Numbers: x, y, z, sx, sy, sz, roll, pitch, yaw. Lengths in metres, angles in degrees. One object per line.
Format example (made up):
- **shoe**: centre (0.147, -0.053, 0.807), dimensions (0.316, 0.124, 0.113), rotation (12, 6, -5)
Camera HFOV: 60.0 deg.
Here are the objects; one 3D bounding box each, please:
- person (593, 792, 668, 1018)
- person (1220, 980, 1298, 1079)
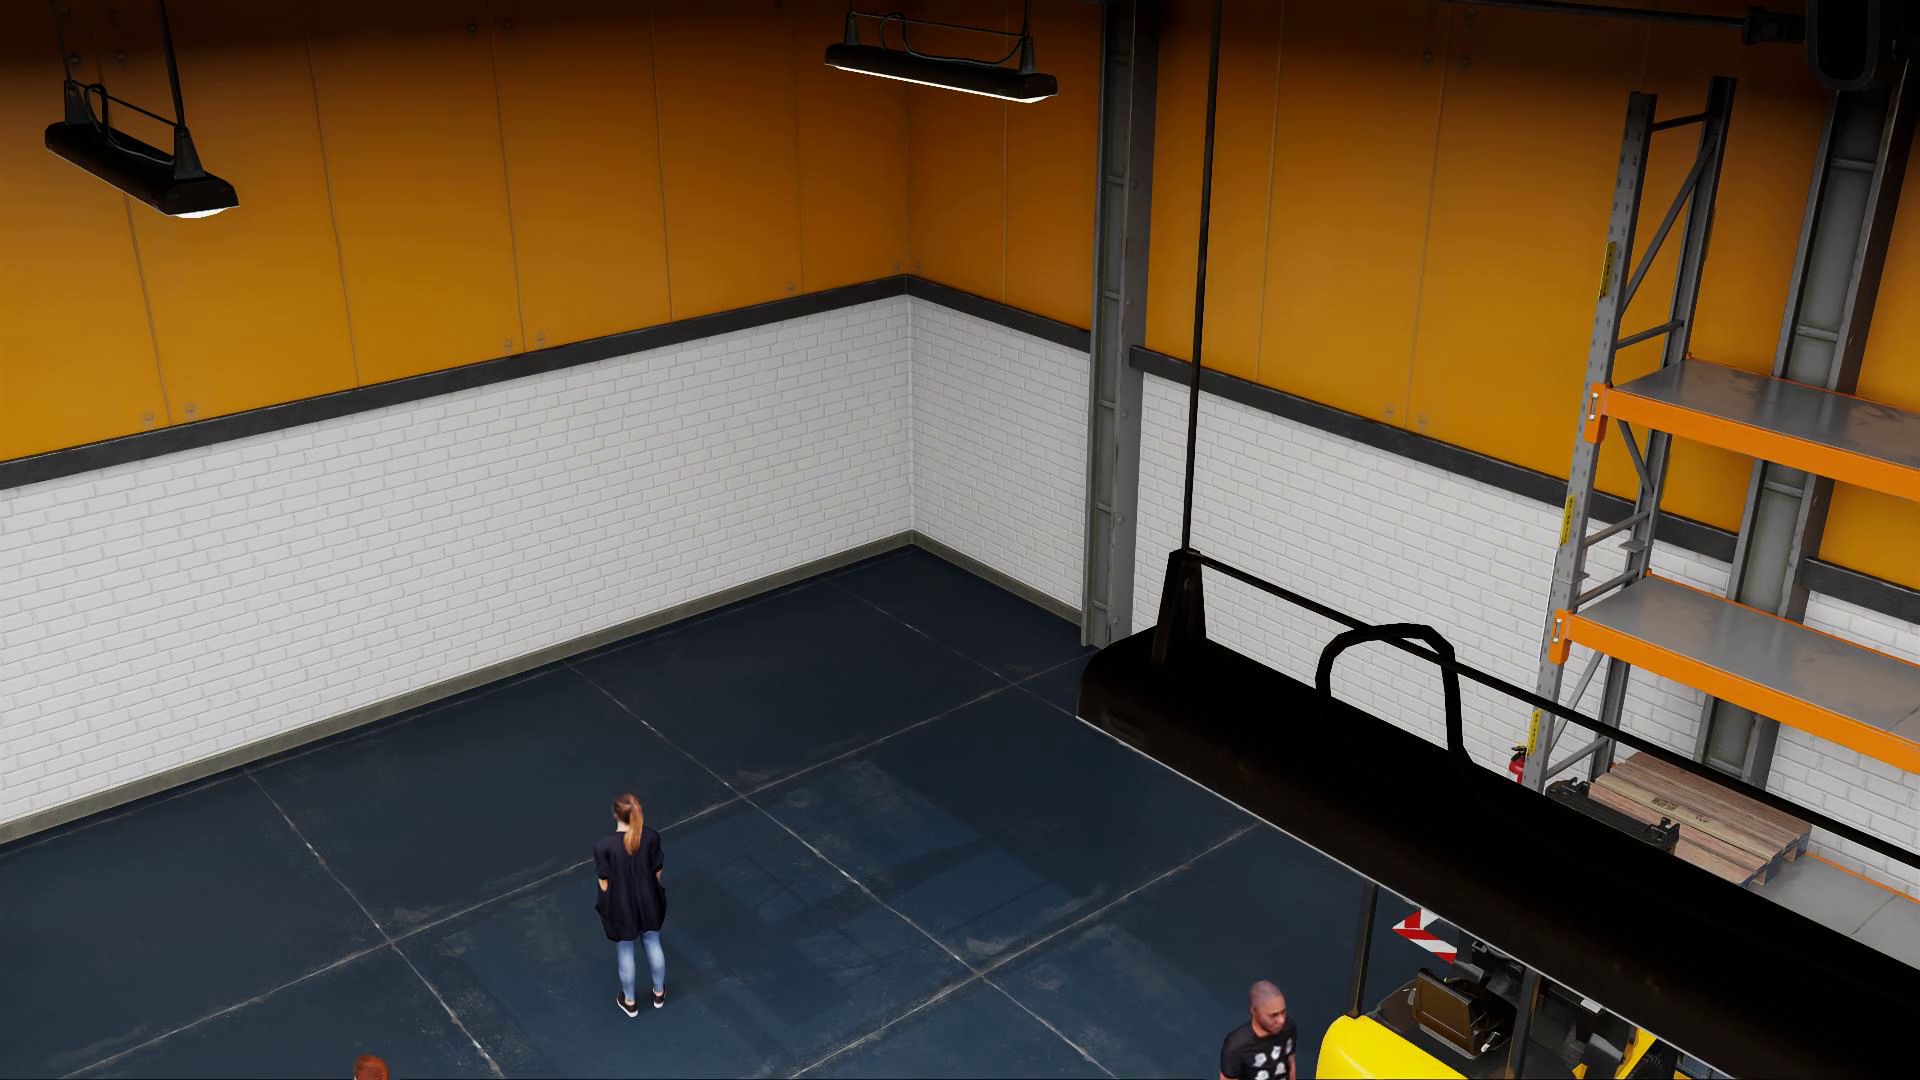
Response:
- **person**: centre (-2.156, 2.390, 10.974), dimensions (0.691, 1.680, 0.654), rotation (-10, 25, -21)
- **person**: centre (1.566, 3.125, 9.173), dimensions (0.712, 1.775, 1.166), rotation (-16, 28, -33)
